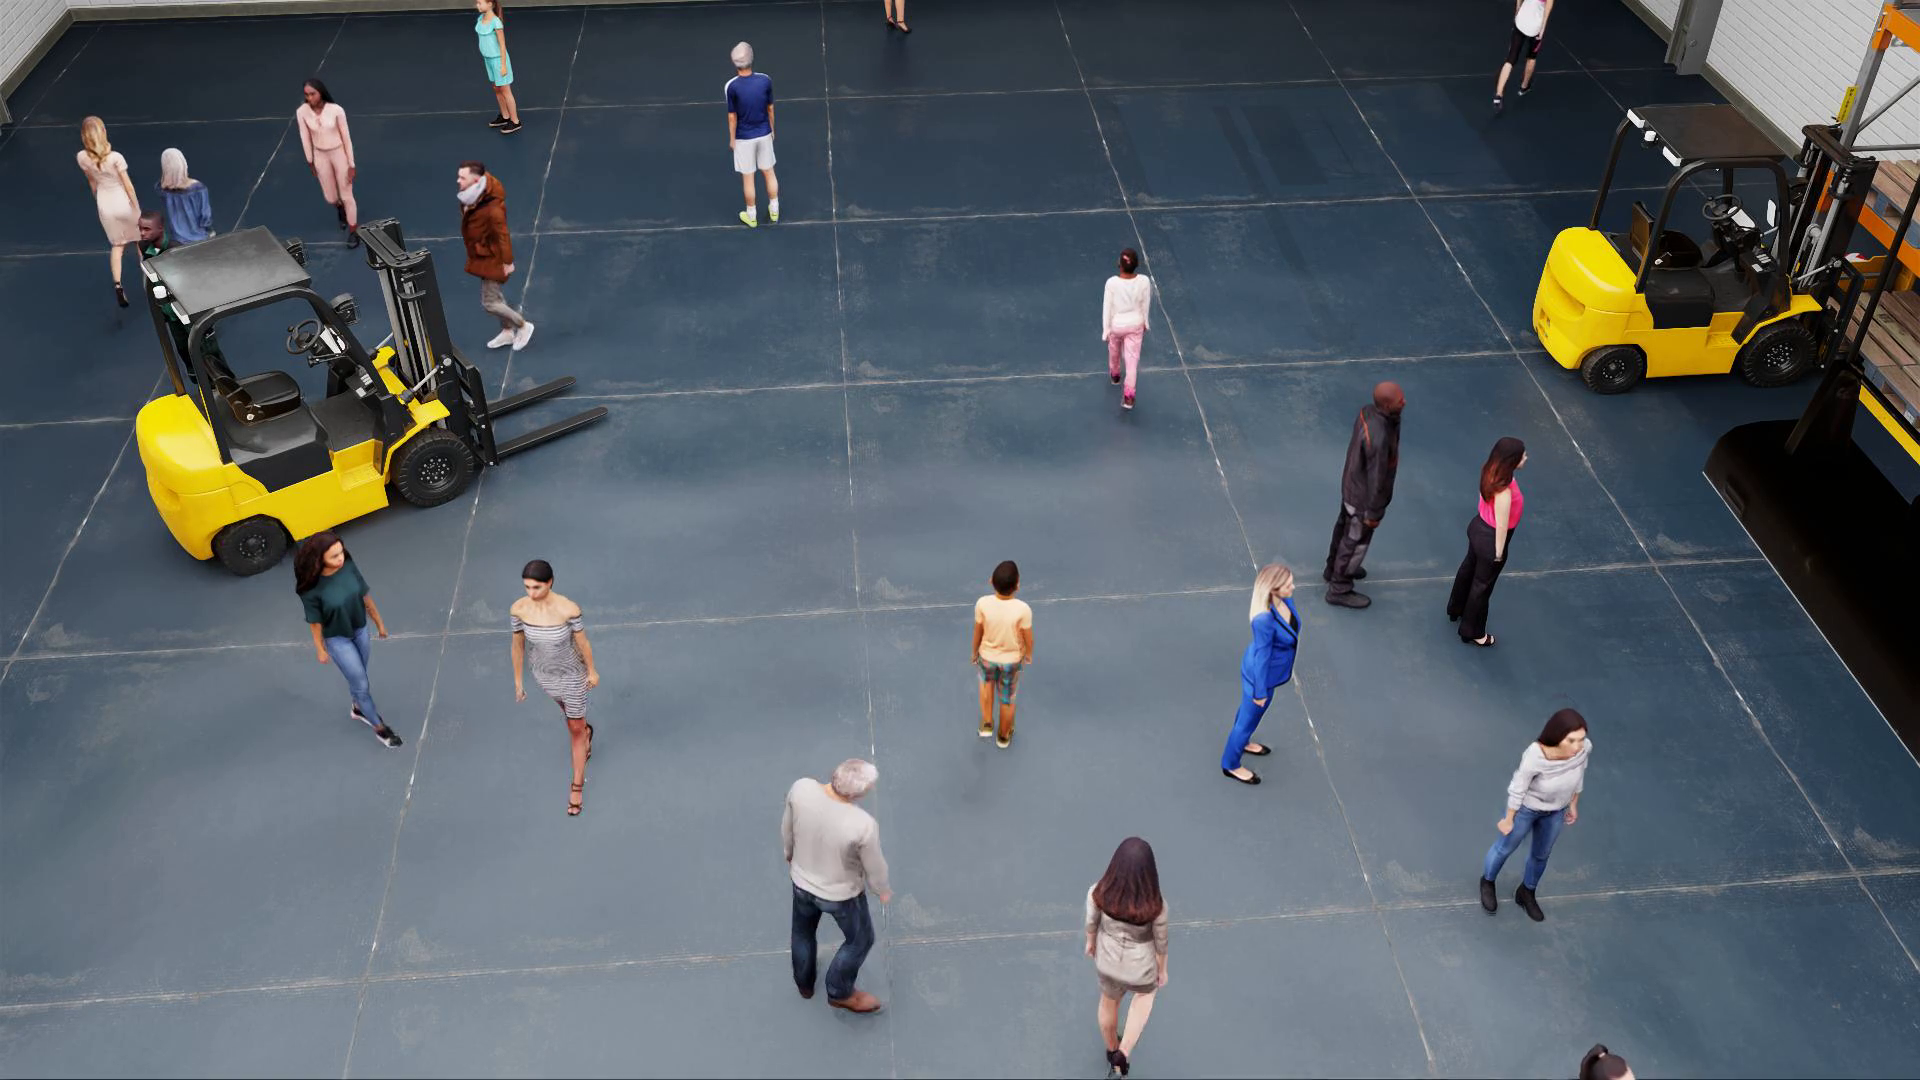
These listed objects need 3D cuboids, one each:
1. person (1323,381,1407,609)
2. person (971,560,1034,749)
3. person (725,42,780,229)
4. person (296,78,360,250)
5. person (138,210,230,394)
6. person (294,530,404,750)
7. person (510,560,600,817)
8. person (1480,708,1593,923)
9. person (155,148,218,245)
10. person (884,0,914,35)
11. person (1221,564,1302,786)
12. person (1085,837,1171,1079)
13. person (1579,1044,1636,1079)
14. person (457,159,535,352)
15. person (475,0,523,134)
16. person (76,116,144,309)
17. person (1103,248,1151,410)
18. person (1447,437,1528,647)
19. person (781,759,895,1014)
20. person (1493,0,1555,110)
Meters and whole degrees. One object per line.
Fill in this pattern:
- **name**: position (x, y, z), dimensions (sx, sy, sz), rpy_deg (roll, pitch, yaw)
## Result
- **person**: position (2.836, -0.354, 11.747), dimensions (0.787, 1.816, 0.581), rpy_deg (2, 39, 3)
- **person**: position (0.249, 0.780, 10.618), dimensions (0.611, 1.453, 0.638), rpy_deg (7, 39, 8)
- **person**: position (-2.021, -3.950, 16.237), dimensions (0.709, 1.833, 0.685), rpy_deg (-17, 42, -20)
- **person**: position (-6.000, -3.658, 15.970), dimensions (0.649, 1.708, 0.769), rpy_deg (-5, 39, -6)
- **person**: position (-6.356, -1.895, 13.662), dimensions (0.764, 1.835, 0.757), rpy_deg (14, 41, 17)
- **person**: position (-4.017, 0.580, 10.746), dimensions (0.895, 1.604, 0.866), rpy_deg (21, 43, 24)
- **person**: position (-2.457, 0.774, 10.354), dimensions (0.744, 1.791, 1.003), rpy_deg (4, 39, 5)
- **person**: position (3.289, 1.513, 9.562), dimensions (0.683, 1.625, 0.681), rpy_deg (-9, 39, -11)
- **person**: position (-6.781, -2.588, 14.674), dimensions (0.610, 1.654, 1.075), rpy_deg (-2, 39, -2)
- **person**: position (-0.783, -7.061, 20.140), dimensions (0.917, 1.822, 0.851), rpy_deg (-31, 48, -33)
- **person**: position (1.871, 0.819, 10.374), dimensions (0.761, 1.696, 0.648), rpy_deg (14, 41, 16)
- **person**: position (0.837, 2.233, 8.572), dimensions (0.739, 1.735, 0.781), rpy_deg (13, 40, 16)
- **person**: position (2.806, 2.887, 7.807), dimensions (0.757, 1.668, 0.825), rpy_deg (-28, 46, -31)
- **person**: position (-3.995, -2.476, 14.395), dimensions (0.912, 1.827, 0.829), rpy_deg (-23, 44, -26)
- **person**: position (-5.023, -5.200, 18.022), dimensions (0.703, 1.558, 0.627), rpy_deg (-30, 47, -32)
- **person**: position (-7.602, -2.906, 14.946), dimensions (0.609, 1.811, 0.944), rpy_deg (0, 39, 0)
- **person**: position (1.396, -1.753, 13.817), dimensions (0.633, 1.419, 1.022), rpy_deg (1, 39, 1)
- **person**: position (3.647, -0.009, 11.439), dimensions (0.640, 1.660, 0.459), rpy_deg (-1, 39, -2)
- **person**: position (-0.700, 1.860, 8.935), dimensions (0.903, 1.866, 0.918), rpy_deg (11, 40, 14)
- **person**: position (6.239, -5.625, 18.407), dimensions (1.102, 1.741, 1.216), rpy_deg (24, 44, 27)
